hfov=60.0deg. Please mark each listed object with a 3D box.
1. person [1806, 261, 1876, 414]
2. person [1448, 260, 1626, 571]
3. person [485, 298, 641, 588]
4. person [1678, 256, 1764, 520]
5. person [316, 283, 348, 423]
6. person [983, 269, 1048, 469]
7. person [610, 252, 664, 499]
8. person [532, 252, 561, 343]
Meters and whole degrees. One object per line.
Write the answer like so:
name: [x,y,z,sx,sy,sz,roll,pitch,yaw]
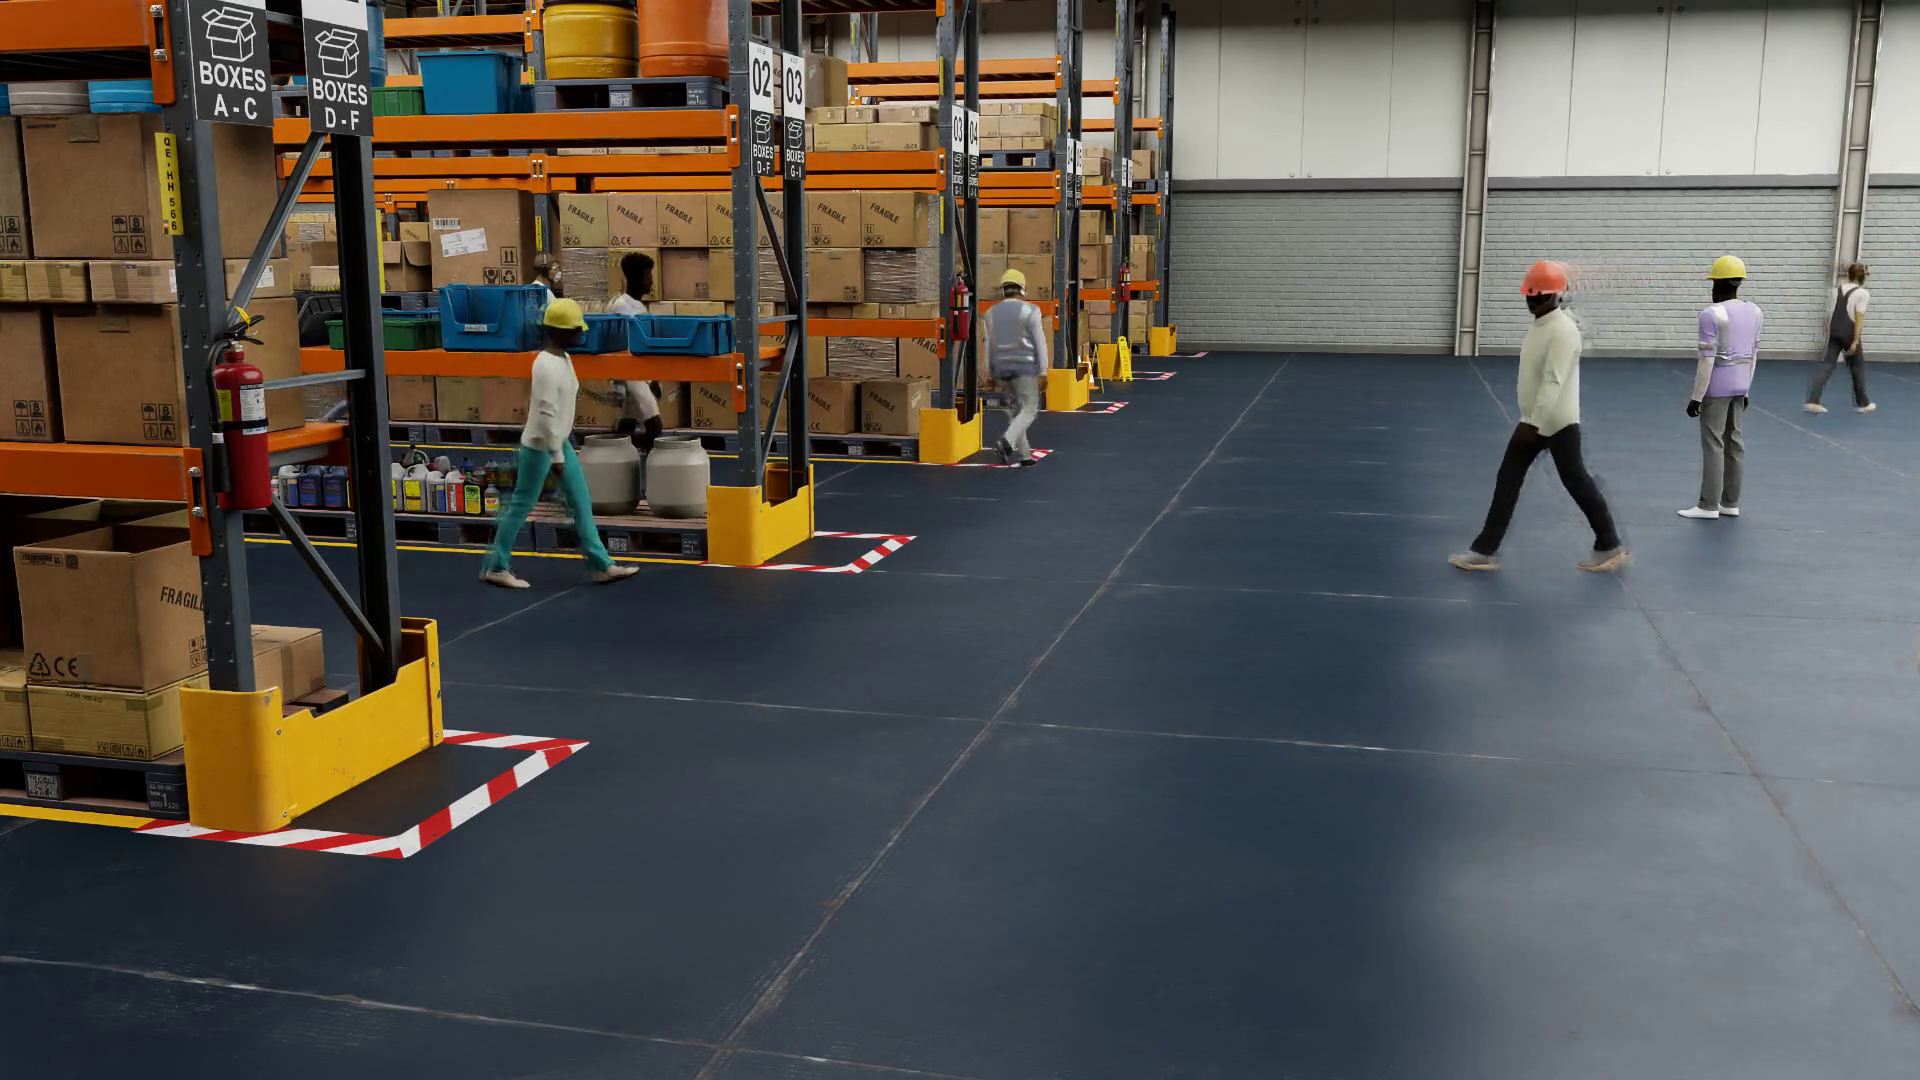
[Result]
person: [10.412,-2.365,19.559,0.964,1.800,0.517,-5,11,-24]
person: [3.632,-0.741,10.203,1.098,1.935,0.606,-1,10,-7]
person: [-2.367,-0.543,9.671,0.946,1.707,0.541,1,10,5]
person: [5.570,-1.106,12.180,0.585,1.927,0.366,-5,12,-27]
person: [-5.872,-1.668,15.855,0.757,1.740,0.542,2,10,10]
person: [0.456,-1.497,14.741,0.630,1.794,0.652,6,12,32]
person: [-2.412,-1.259,12.980,0.817,1.936,0.639,0,10,-2]
person: [-3.830,-1.676,15.344,0.361,1.934,0.626,-2,10,-11]
